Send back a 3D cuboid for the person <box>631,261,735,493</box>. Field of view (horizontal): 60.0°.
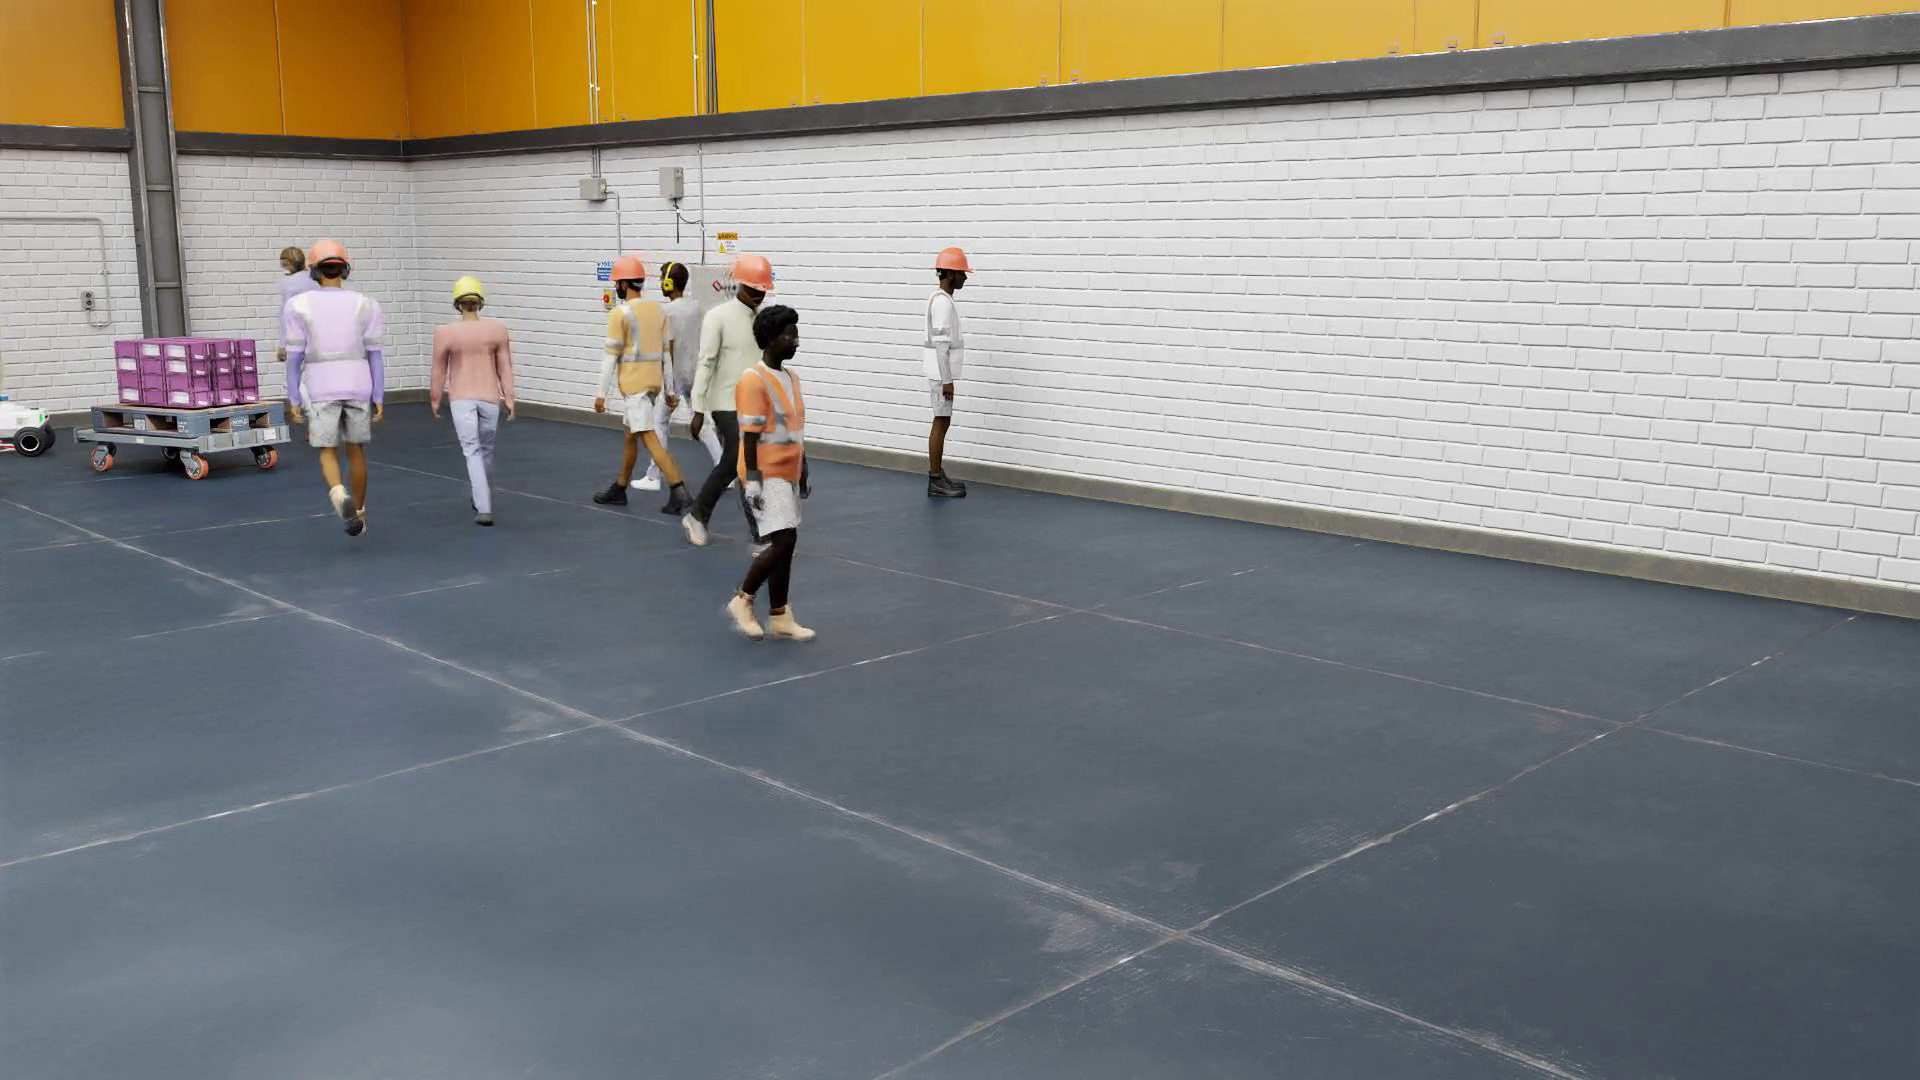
[{"bbox_3d":[-2.171,-1.253,13.026,1.007,1.816,0.528,7,12,32],"label":"person"}]

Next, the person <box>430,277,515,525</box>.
[{"bbox_3d":[-3.482,-0.996,11.822,0.549,1.715,0.894,-6,12,-31],"label":"person"}]

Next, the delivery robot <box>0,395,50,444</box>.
[{"bbox_3d":[-8.789,-1.090,15.289,0.707,0.478,0.477,-3,11,-19],"label":"delivery robot"}]

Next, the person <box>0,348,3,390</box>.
[{"bbox_3d":[-7.640,-1.201,12.716,0.608,1.813,0.621,-3,11,-18],"label":"person"}]

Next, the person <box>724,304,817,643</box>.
[{"bbox_3d":[-0.902,-0.313,8.182,0.349,1.687,0.552,4,11,18],"label":"person"}]

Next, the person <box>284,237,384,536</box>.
[{"bbox_3d":[-4.085,-0.971,10.936,0.608,2.020,0.765,-5,11,-24],"label":"person"}]

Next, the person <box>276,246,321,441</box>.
[{"bbox_3d":[-6.400,-1.904,16.268,0.394,1.916,0.725,2,11,13],"label":"person"}]

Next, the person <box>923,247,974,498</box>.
[{"bbox_3d":[-0.089,-1.294,12.913,0.389,1.929,0.545,0,10,0],"label":"person"}]

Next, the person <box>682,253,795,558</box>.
[{"bbox_3d":[-1.471,-0.860,10.585,1.019,1.924,0.690,7,12,32],"label":"person"}]

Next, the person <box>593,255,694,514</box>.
[{"bbox_3d":[-2.330,-1.136,12.187,1.024,1.888,0.567,6,12,30],"label":"person"}]
